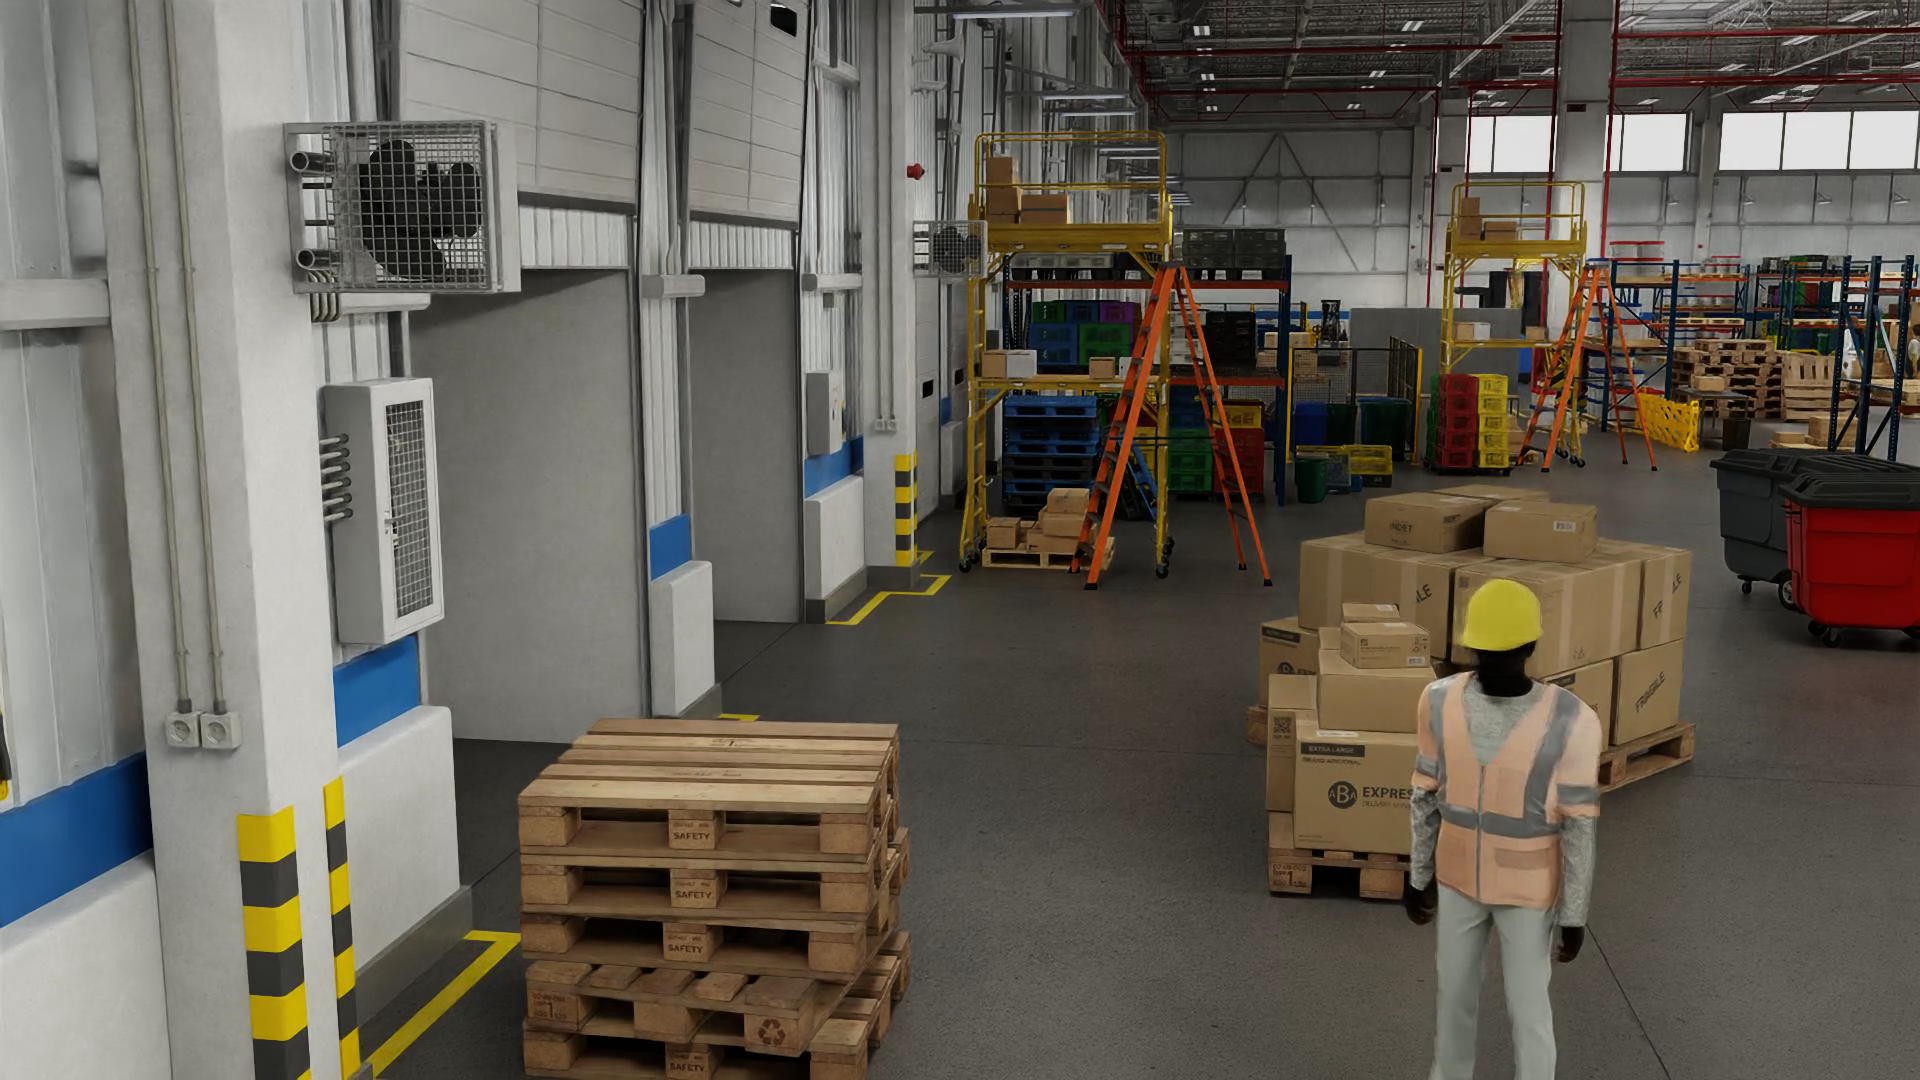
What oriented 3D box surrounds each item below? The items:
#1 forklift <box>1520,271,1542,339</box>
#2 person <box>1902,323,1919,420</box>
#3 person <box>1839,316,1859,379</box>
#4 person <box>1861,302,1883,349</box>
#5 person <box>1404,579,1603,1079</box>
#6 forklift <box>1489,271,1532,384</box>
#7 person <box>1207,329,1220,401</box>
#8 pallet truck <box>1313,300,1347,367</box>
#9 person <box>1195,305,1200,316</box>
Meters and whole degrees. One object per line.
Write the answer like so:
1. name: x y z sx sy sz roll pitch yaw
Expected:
1. forklift: 15.552 -5.939 45.397 1.873 2.768 1.129 1 9 9
2. person: 18.308 -3.235 31.898 0.343 1.847 0.507 5 10 27
3. person: 19.014 -3.855 35.603 0.337 1.882 0.584 7 12 38
4. person: 29.529 -6.849 53.902 0.630 1.940 0.371 -2 9 -10
5. person: 1.668 1.062 5.184 0.591 1.918 0.395 8 12 41
6. forklift: 13.422 -5.322 41.591 1.873 2.768 1.129 1 9 9
7. person: 5.360 -3.634 35.029 0.313 1.634 0.515 -4 10 -23
8. pallet truck: 11.159 -6.200 49.718 0.823 1.965 1.885 4 10 26
9. person: 6.302 -5.343 44.650 0.544 1.930 0.389 -5 10 -28
